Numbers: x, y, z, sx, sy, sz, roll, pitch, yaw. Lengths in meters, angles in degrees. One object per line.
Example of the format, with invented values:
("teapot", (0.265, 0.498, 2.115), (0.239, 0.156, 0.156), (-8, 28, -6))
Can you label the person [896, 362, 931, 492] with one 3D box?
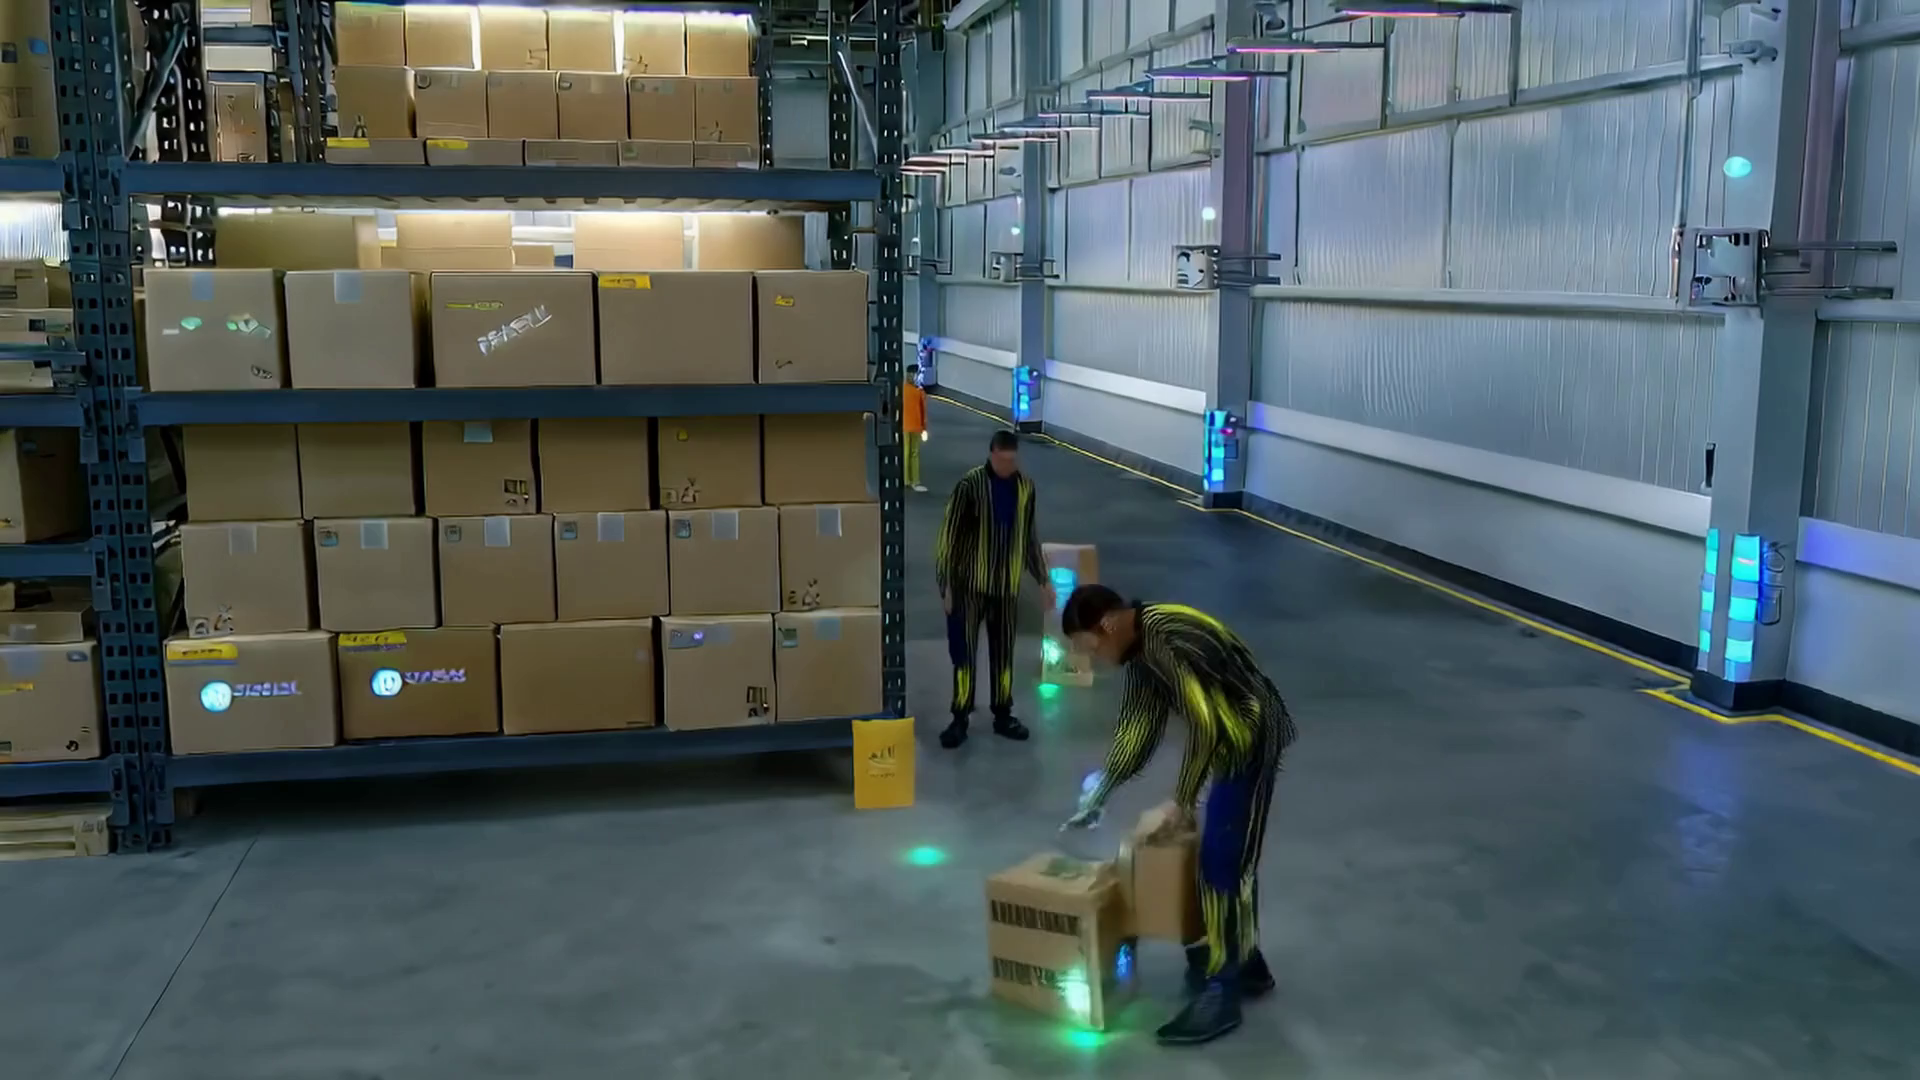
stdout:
("person", (-0.632, -1.532, 22.554), (0.320, 1.755, 0.563), (-8, 12, -39))
